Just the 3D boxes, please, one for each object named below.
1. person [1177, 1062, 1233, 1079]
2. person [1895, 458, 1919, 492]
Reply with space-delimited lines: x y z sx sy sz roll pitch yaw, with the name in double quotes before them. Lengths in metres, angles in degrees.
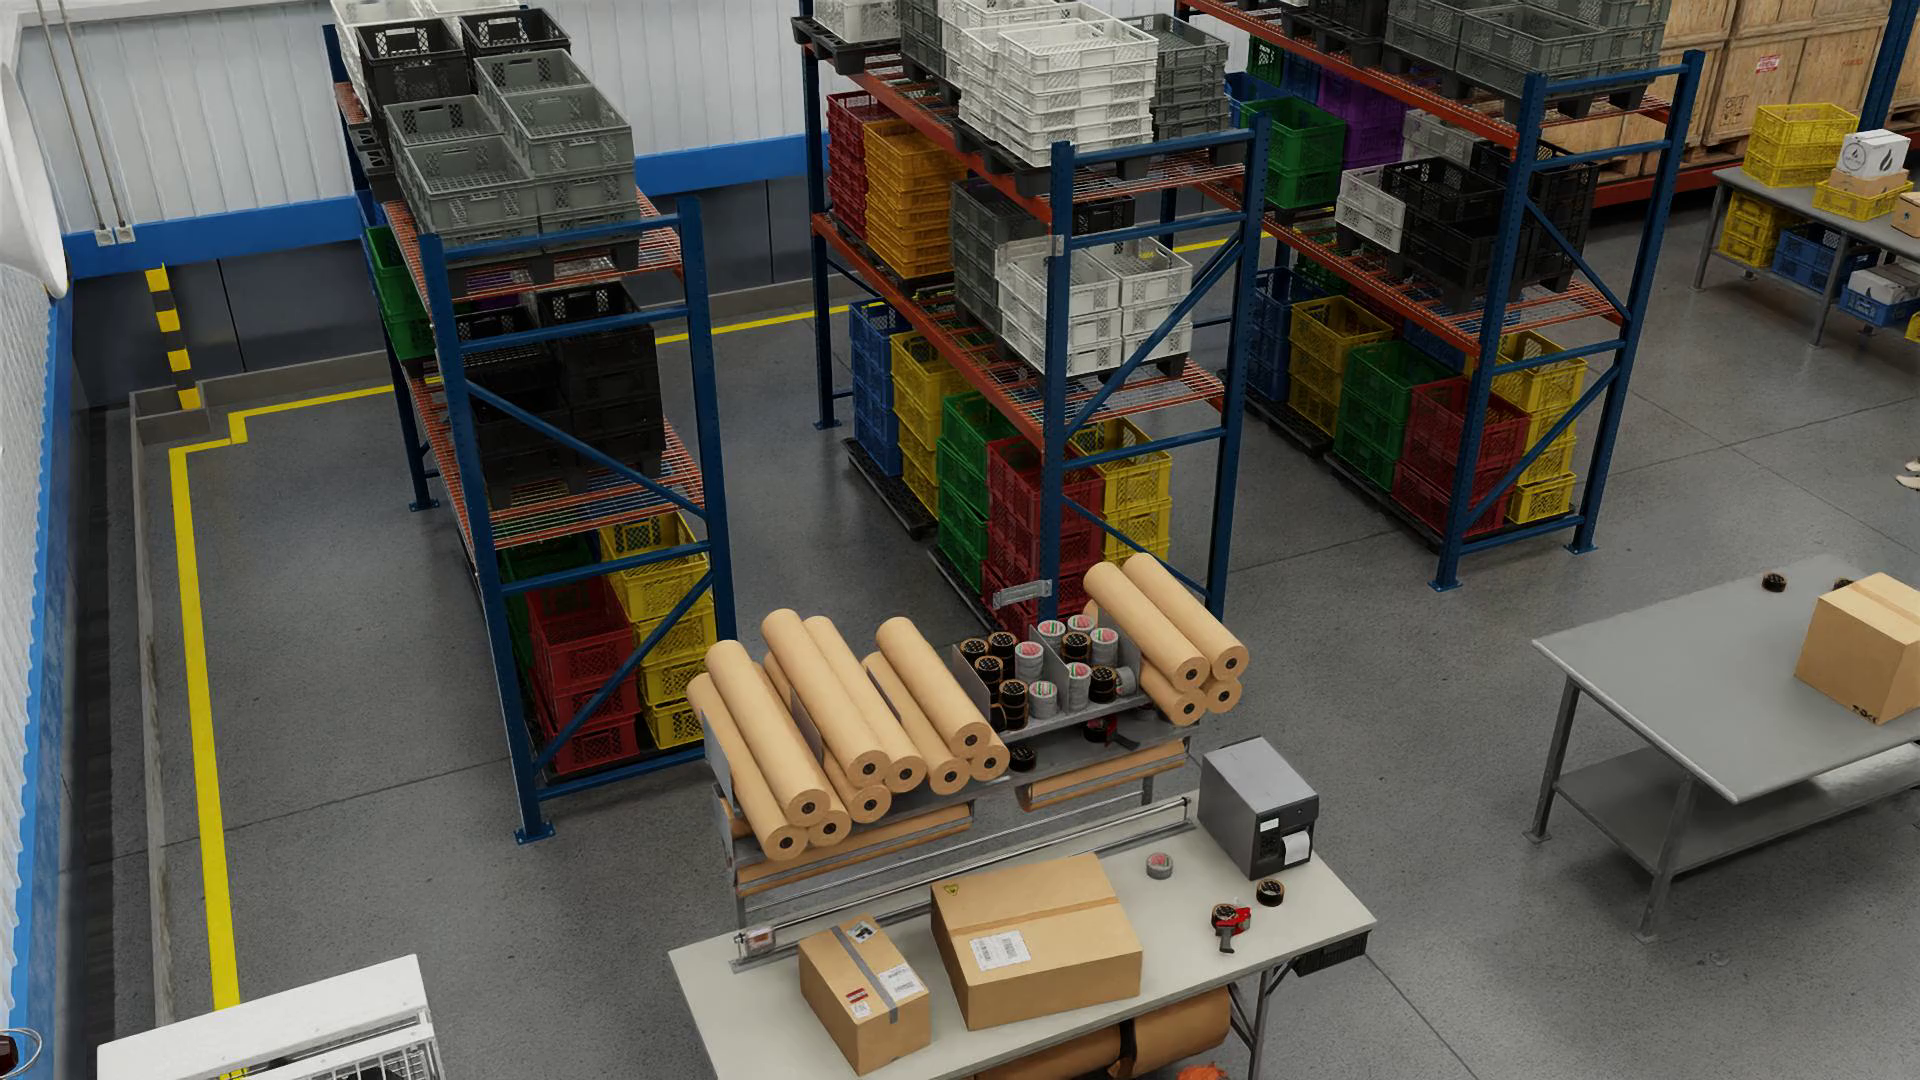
"person" 0.676 2.224 4.820 0.573 1.882 0.361 -27 41 -37
"person" 6.309 -1.151 10.431 0.361 1.746 0.543 14 34 22
